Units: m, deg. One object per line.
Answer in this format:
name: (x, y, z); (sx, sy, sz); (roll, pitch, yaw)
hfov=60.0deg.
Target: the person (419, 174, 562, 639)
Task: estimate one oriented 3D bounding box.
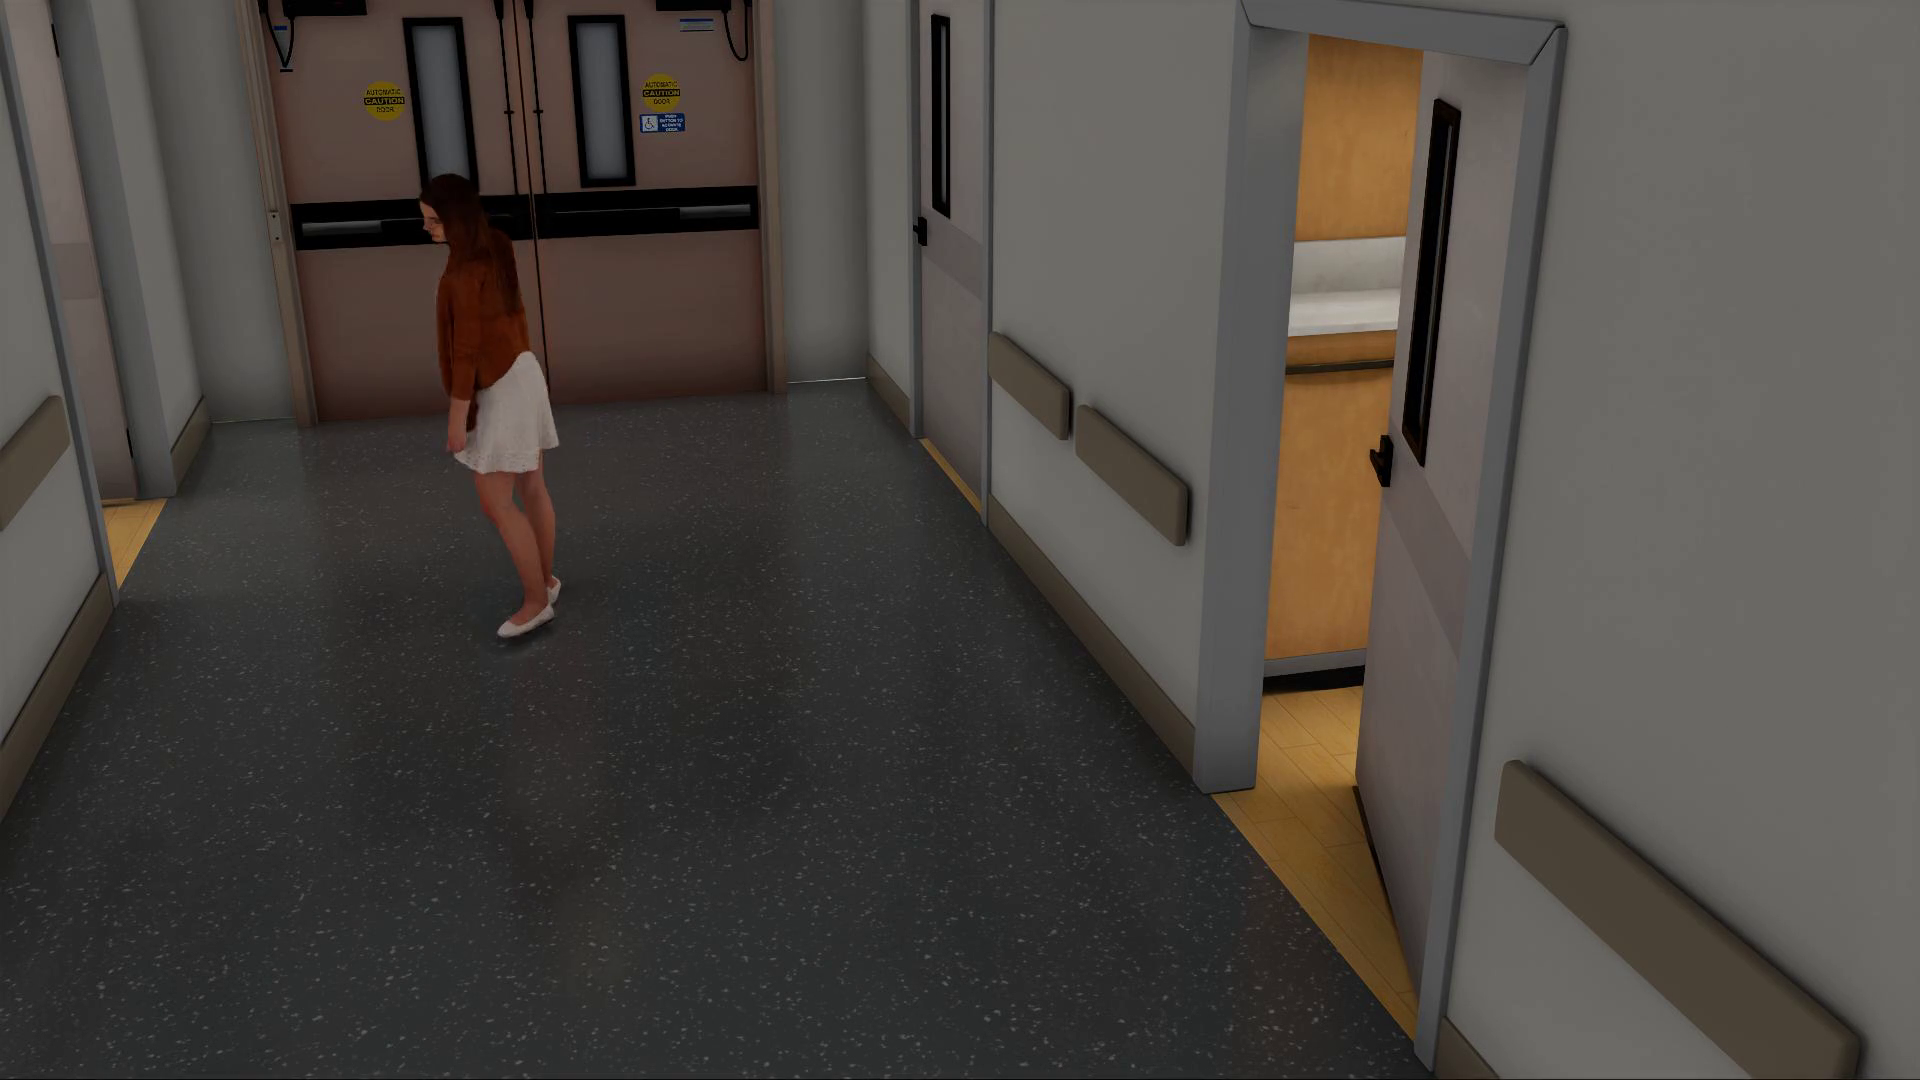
person: (-1.620, -0.522, 6.054); (0.895, 1.670, 0.683); (8, 22, 19)
